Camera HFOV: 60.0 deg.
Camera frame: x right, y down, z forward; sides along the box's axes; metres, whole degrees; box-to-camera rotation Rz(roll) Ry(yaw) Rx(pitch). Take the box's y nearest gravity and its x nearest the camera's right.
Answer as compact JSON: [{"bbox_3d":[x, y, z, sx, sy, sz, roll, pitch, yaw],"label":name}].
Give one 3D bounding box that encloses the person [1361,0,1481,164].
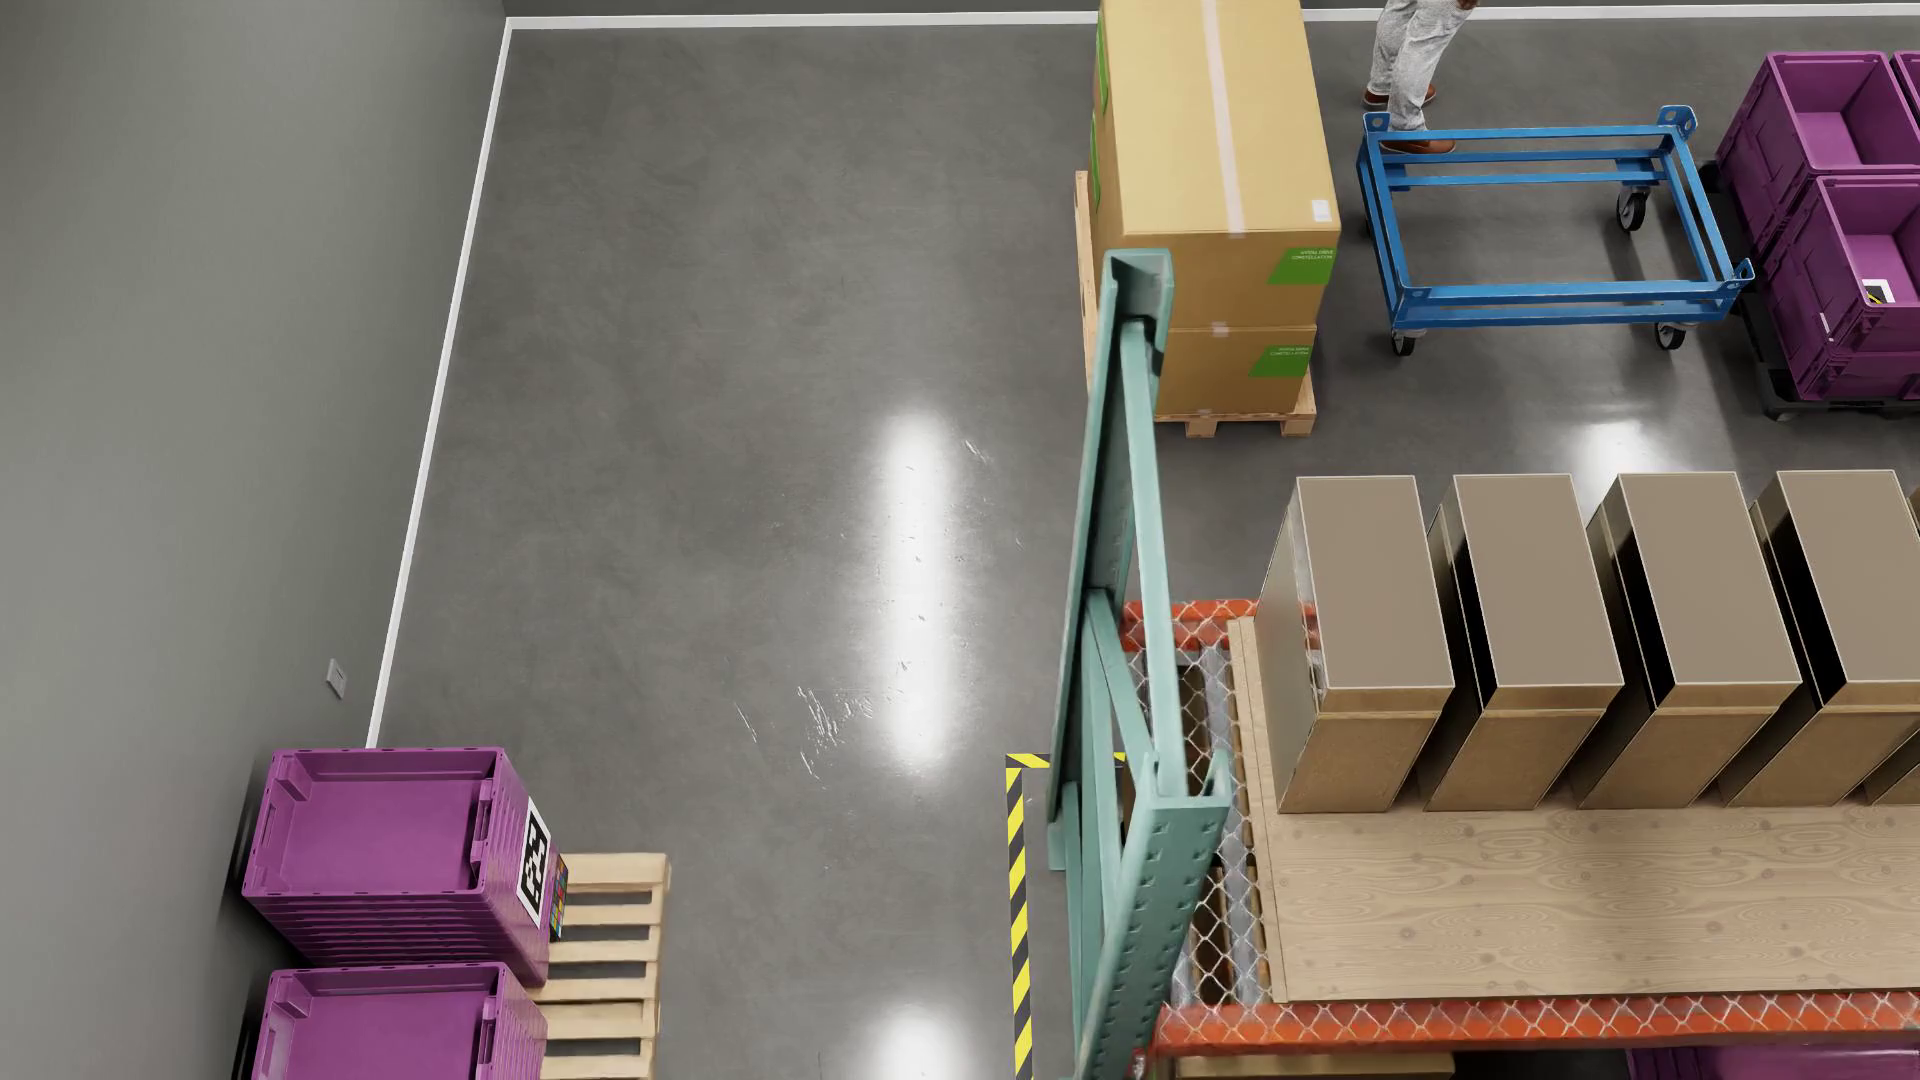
[{"bbox_3d":[1.820,-2.240,6.076,0.373,1.940,0.630,-3,58,-2],"label":"person"}]
